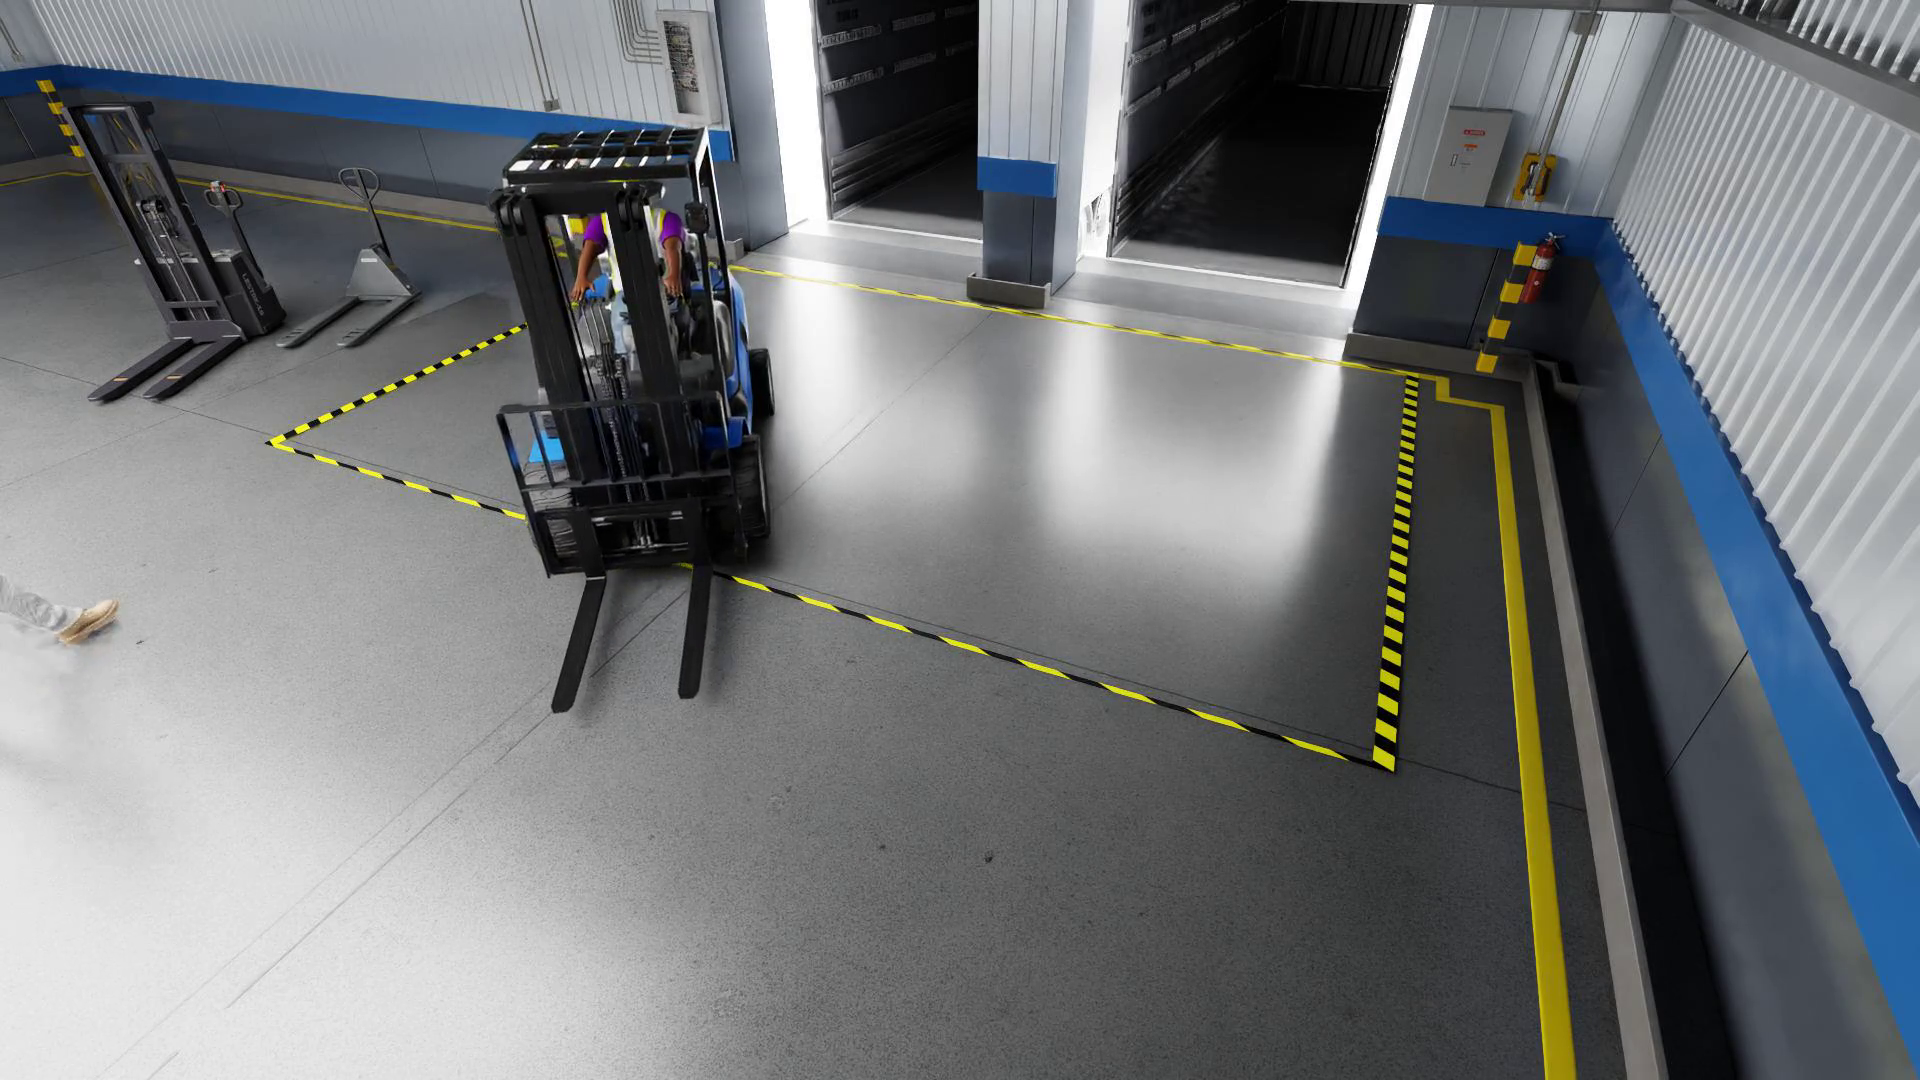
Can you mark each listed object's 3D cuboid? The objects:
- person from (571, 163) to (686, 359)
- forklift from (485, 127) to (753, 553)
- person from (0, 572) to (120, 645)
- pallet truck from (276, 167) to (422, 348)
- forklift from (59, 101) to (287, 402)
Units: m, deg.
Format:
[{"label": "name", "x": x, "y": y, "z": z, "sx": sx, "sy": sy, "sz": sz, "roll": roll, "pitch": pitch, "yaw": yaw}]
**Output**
[{"label": "person", "x": -1.976, "y": -1.519, "z": 5.556, "sx": 0.635, "sy": 1.294, "sz": 1.004, "roll": -5, "pitch": 35, "yaw": -7}, {"label": "forklift", "x": -1.978, "y": -1.400, "z": 5.712, "sx": 1.157, "sy": 2.036, "sz": 2.680, "roll": -5, "pitch": 35, "yaw": -7}, {"label": "person", "x": -4.776, "y": -0.026, "z": 4.242, "sx": 0.628, "sy": 1.783, "sz": 0.932, "roll": 16, "pitch": 38, "yaw": 22}, {"label": "pallet truck", "x": -5.732, "y": -2.611, "z": 8.414, "sx": 0.680, "sy": 1.201, "sz": 1.601, "roll": -1, "pitch": 35, "yaw": -1}, {"label": "forklift", "x": -6.686, "y": -2.387, "z": 7.434, "sx": 0.823, "sy": 1.965, "sz": 1.885, "roll": -3, "pitch": 35, "yaw": -5}]
